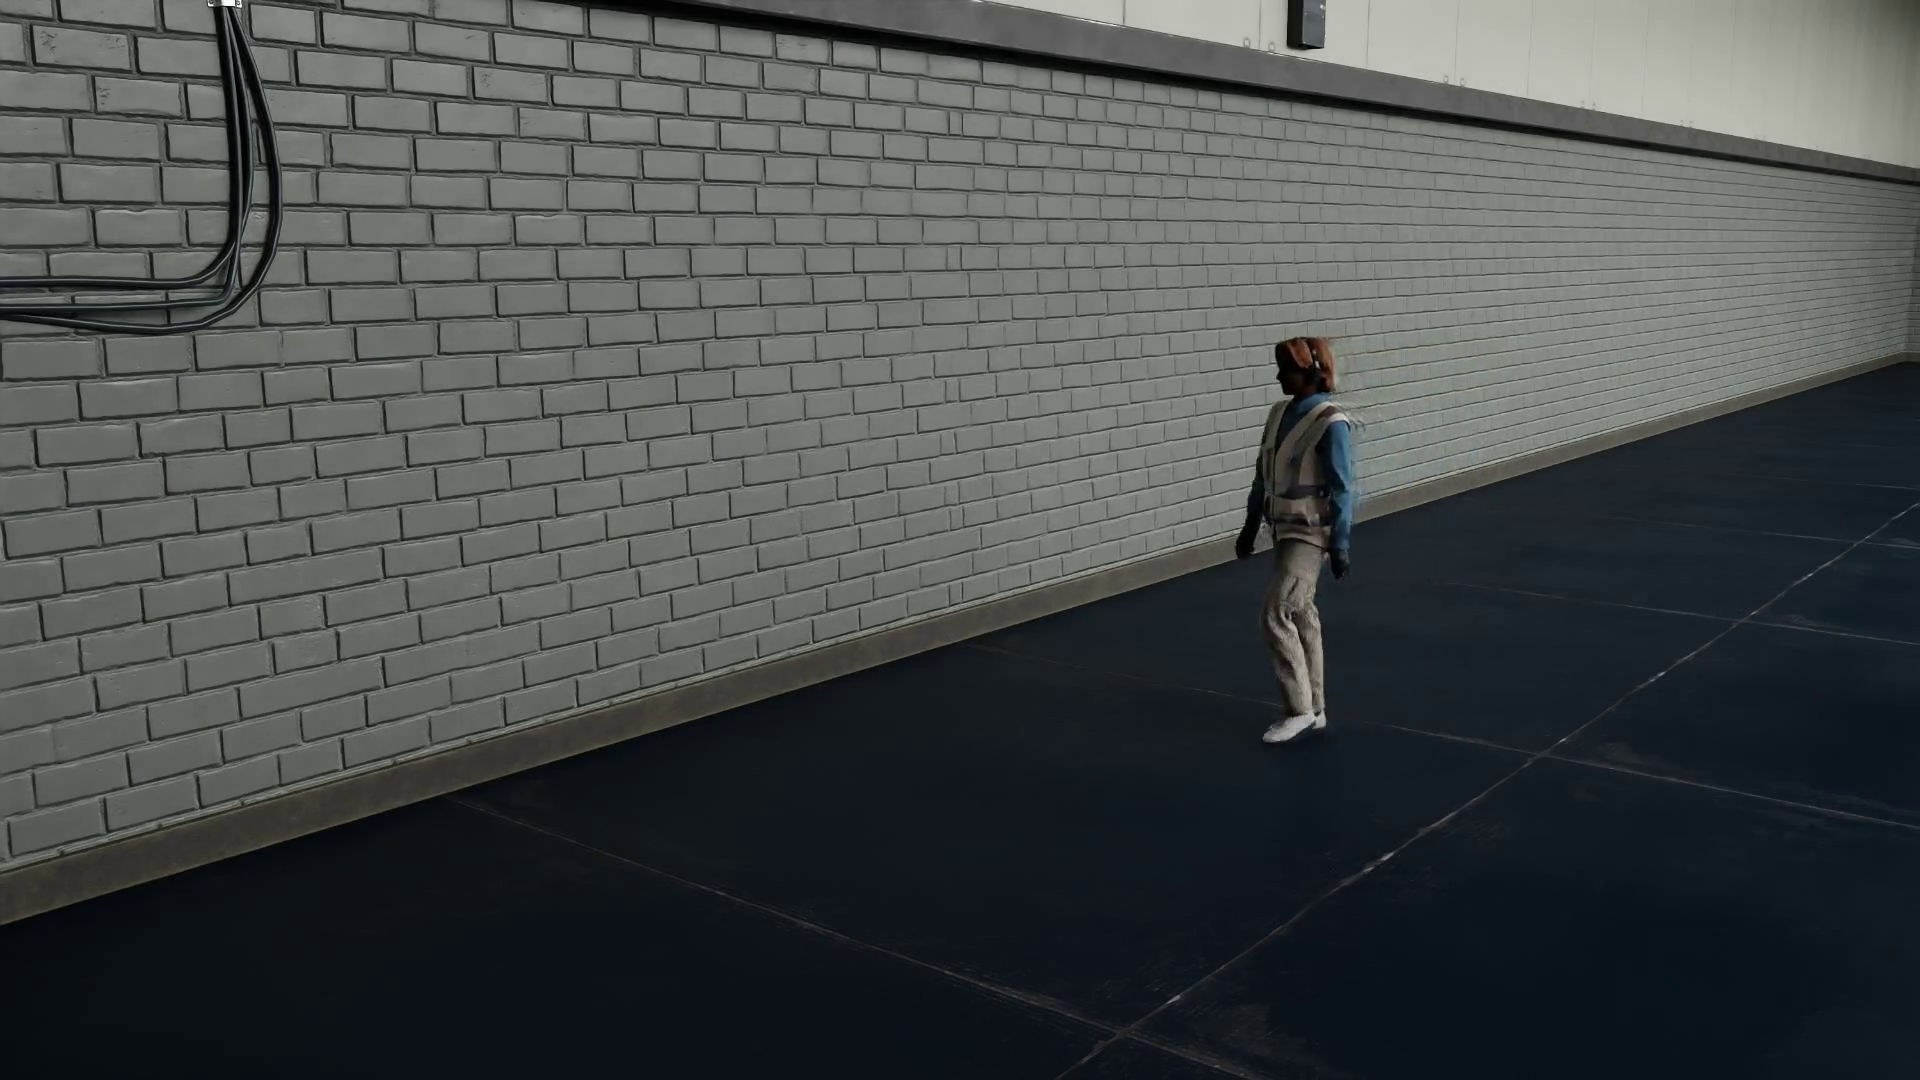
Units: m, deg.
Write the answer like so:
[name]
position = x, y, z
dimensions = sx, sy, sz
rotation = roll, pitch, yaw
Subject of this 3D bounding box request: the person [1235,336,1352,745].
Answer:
[person]
position = 1.299, 0.006, 6.631
dimensions = 0.484, 1.625, 0.522
rotation = -2, 11, -13
